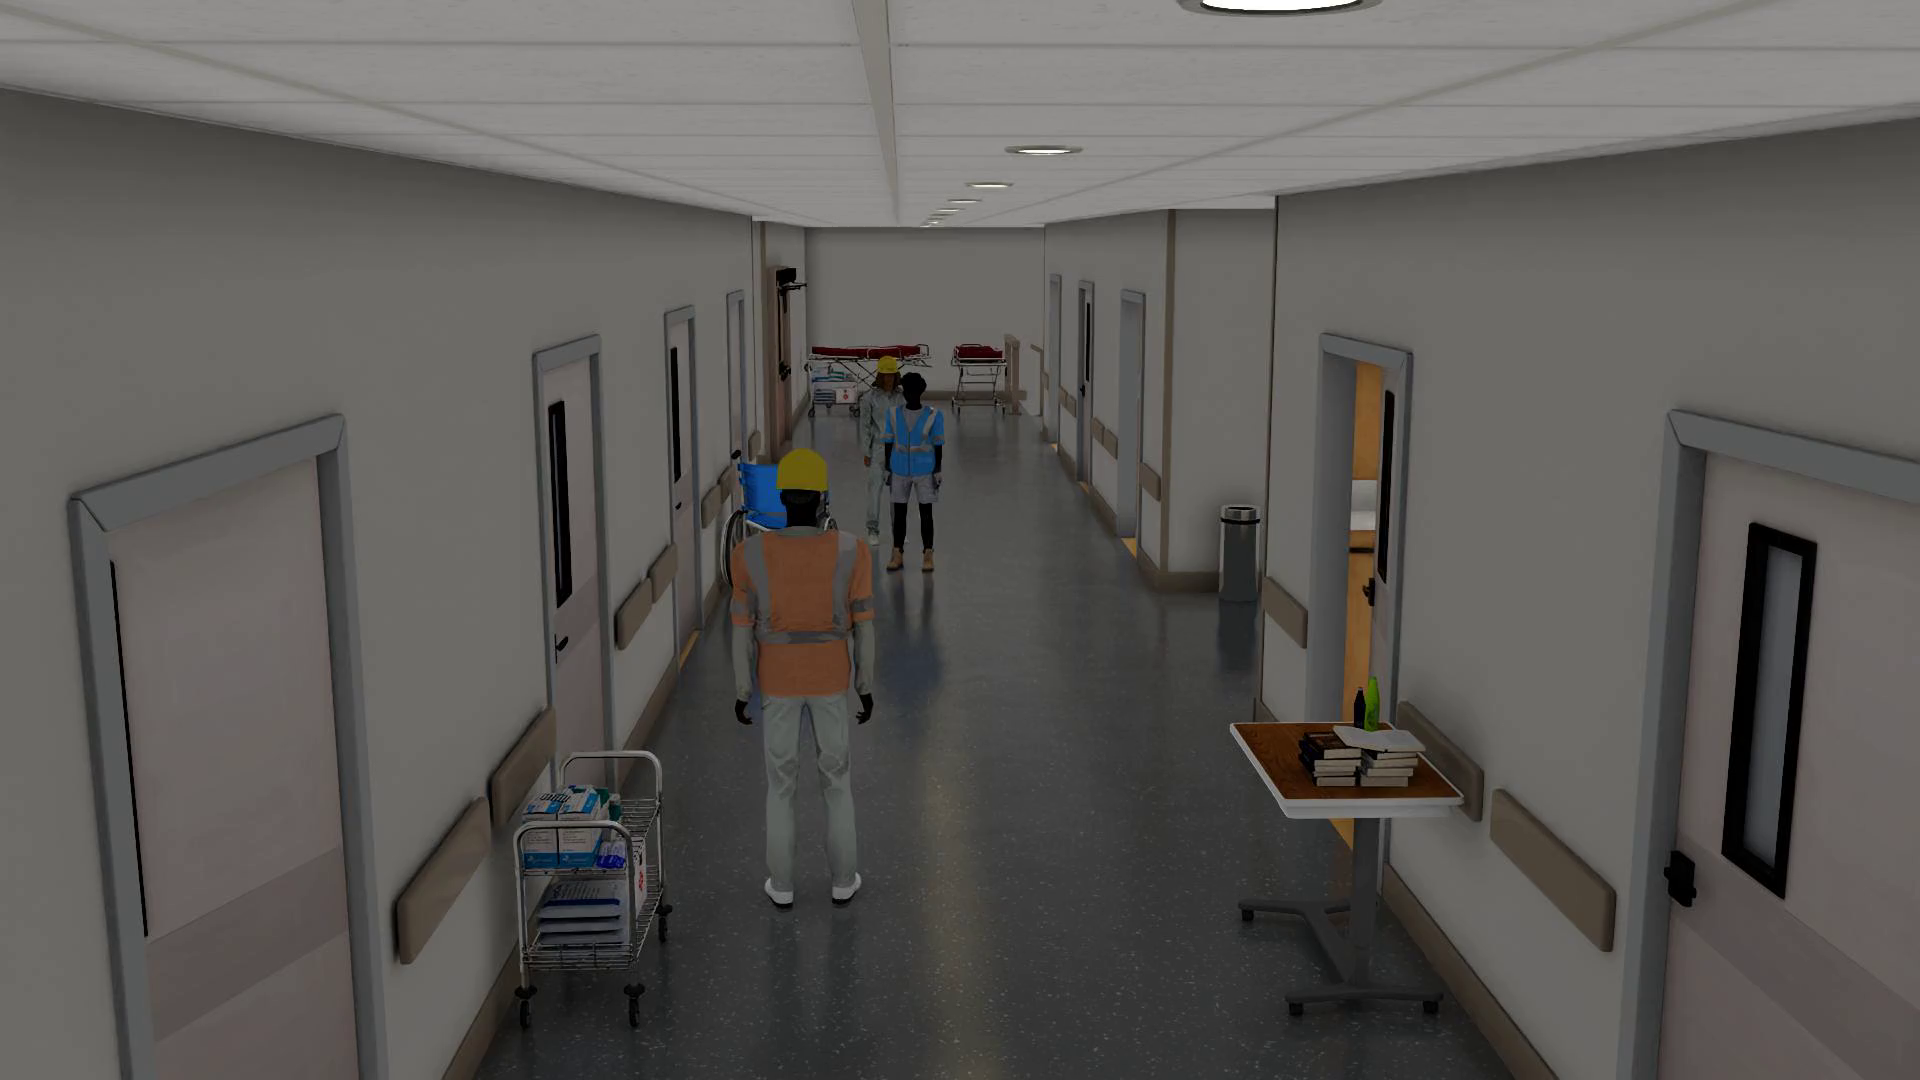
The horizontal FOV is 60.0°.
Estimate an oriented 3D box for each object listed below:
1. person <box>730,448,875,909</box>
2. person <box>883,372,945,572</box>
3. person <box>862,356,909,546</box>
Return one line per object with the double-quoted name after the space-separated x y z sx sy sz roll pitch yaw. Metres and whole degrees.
-0.654 0.578 6.957 0.593 1.925 0.384 -1 10 -7 "person"
-0.394 -0.570 14.009 0.531 1.692 0.320 2 10 11 "person"
-0.653 -0.813 15.220 0.494 1.743 0.306 -4 11 -20 "person"
